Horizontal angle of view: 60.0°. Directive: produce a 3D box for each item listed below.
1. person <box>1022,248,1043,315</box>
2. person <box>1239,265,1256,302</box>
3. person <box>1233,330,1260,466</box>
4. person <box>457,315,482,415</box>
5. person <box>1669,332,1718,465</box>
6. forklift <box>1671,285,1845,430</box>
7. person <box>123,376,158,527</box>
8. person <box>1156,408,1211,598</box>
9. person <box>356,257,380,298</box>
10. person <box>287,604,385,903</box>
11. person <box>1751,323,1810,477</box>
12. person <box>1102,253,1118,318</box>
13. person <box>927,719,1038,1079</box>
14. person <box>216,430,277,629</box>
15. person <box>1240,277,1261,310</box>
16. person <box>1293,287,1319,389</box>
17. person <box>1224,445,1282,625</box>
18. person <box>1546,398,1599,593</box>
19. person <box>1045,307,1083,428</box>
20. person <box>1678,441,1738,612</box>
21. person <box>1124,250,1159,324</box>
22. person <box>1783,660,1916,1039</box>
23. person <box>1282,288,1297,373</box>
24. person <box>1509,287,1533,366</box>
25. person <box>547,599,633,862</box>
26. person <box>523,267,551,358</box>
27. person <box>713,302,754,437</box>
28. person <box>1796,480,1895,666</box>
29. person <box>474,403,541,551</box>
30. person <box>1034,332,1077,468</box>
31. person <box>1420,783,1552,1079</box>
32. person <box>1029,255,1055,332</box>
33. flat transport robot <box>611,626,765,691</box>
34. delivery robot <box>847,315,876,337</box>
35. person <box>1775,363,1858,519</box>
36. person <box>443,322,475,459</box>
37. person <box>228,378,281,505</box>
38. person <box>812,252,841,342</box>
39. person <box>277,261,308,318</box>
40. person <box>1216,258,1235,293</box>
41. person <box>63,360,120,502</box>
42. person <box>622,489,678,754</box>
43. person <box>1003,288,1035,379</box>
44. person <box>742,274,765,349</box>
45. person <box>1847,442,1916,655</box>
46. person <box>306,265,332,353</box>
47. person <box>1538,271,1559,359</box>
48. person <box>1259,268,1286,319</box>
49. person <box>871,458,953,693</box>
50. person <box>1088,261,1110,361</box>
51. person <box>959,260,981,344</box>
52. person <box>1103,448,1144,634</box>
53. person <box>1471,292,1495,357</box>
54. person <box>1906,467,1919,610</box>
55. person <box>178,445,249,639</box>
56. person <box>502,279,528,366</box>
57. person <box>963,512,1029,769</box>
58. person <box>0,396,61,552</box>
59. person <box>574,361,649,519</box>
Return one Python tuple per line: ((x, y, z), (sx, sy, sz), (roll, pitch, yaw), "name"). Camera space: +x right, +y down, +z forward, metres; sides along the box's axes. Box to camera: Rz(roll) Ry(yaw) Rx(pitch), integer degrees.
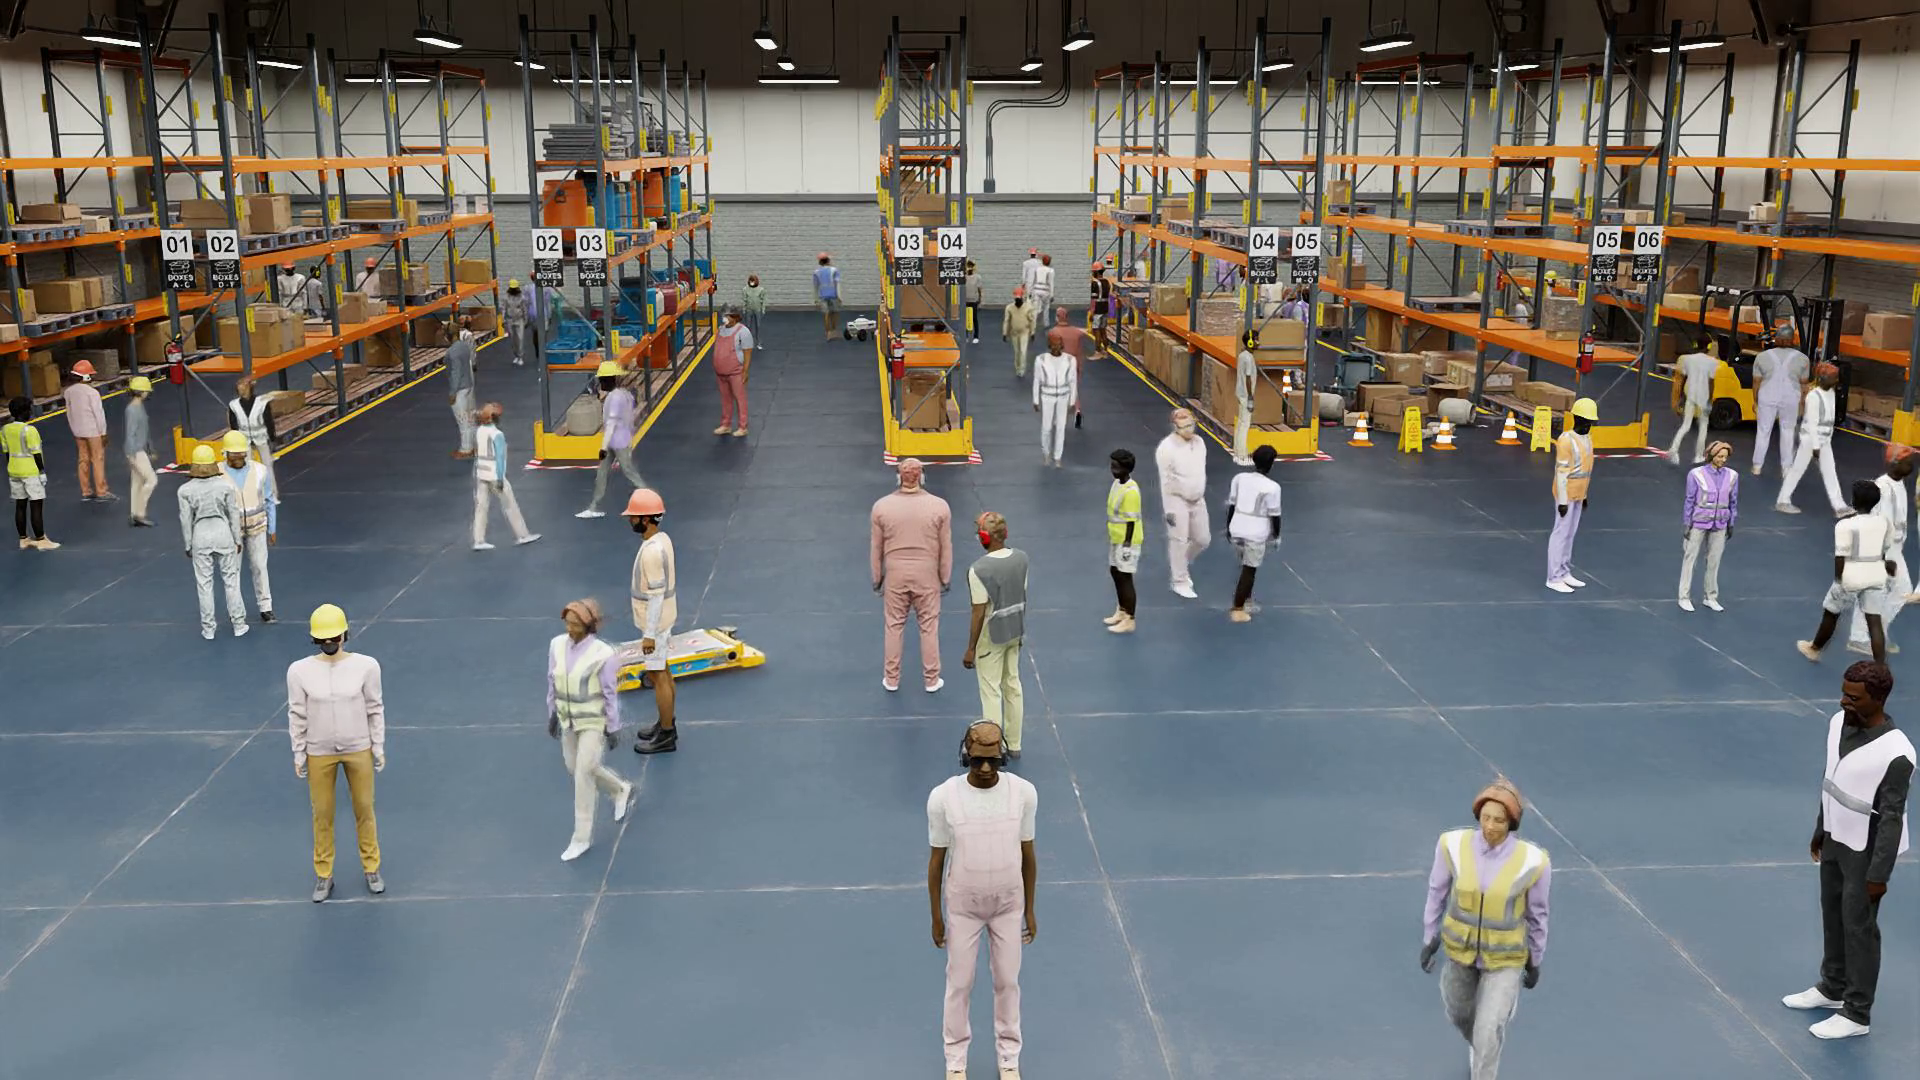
((1.907, -6.748, 43.470), (0.564, 1.751, 0.342), (0, 13, -1), "person")
((6.170, -5.020, 35.830), (0.396, 1.910, 0.585), (-1, 13, -2), "person")
((3.967, -1.964, 22.952), (0.329, 1.874, 0.518), (-1, 13, -2), "person")
((-8.100, -2.878, 27.325), (0.308, 1.638, 0.511), (-13, 18, -43), "person")
((10.116, -1.943, 22.911), (0.832, 1.847, 0.516), (-11, 17, -39), "person")
((12.503, -2.886, 26.166), (2.313, 2.155, 1.214), (-1, 13, -3), "forklift")
((-9.449, -1.015, 19.180), (0.430, 1.745, 0.523), (-4, 14, -18), "person")
((2.160, -0.355, 16.126), (0.638, 1.882, 0.452), (-10, 16, -36), "person")
((-13.007, -5.266, 36.740), (0.640, 1.967, 0.738), (-2, 13, -7), "person")
((-3.607, 1.225, 9.667), (0.523, 1.769, 0.309), (-5, 14, -20), "person")
((10.929, -1.873, 22.201), (0.684, 2.000, 0.538), (7, 15, 28), "person")
((3.695, -6.199, 41.132), (0.572, 1.755, 0.319), (7, 15, 29), "person")
((0.104, 1.681, 7.597), (0.501, 1.838, 0.341), (-2, 13, -10), "person")
((-6.541, -0.104, 15.173), (0.593, 1.826, 0.403), (-9, 16, -32), "person")
((6.905, -5.832, 39.578), (0.522, 1.763, 0.320), (2, 13, 9), "person")
((6.311, -3.678, 30.277), (0.429, 1.843, 0.633), (12, 18, 41), "person")
((2.737, -0.055, 15.281), (0.626, 1.662, 0.544), (-10, 17, -37), "person")
((6.062, -0.451, 16.431), (0.383, 1.922, 0.587), (12, 18, 41), "person")
((1.635, -2.694, 26.019), (0.637, 1.882, 0.815), (-4, 14, -18), "person")
((7.061, -0.130, 15.699), (0.514, 1.634, 0.313), (-1, 13, -4), "person")
((4.487, -6.155, 40.703), (0.862, 1.871, 0.649), (3, 14, 12), "person")
((4.411, 1.505, 8.176), (0.397, 1.911, 0.588), (0, 13, 0), "person")
((6.412, -4.084, 32.439), (0.268, 1.632, 0.507), (10, 17, 37), "person")
((10.522, -3.860, 31.212), (0.329, 1.765, 0.533), (4, 14, 16), "person")
((-2.305, 1.129, 10.399), (0.522, 1.613, 0.681), (8, 16, 32), "person")
((-8.744, -4.685, 34.413), (0.553, 1.910, 0.778), (-2, 13, -9), "person")
((-3.493, -2.593, 25.251), (0.676, 2.000, 0.536), (10, 16, 36), "person")
((7.403, 0.316, 13.760), (0.551, 1.639, 0.906), (-2, 13, -8), "person")
((-5.009, -0.698, 18.145), (0.535, 1.601, 0.805), (13, 18, 43), "person")
((1.304, -1.903, 22.690), (0.584, 1.867, 0.438), (-1, 13, -4), "person")
((2.357, 1.826, 7.449), (0.520, 1.615, 0.746), (8, 16, 31), "person")
((1.932, -5.855, 39.551), (0.698, 1.826, 1.024), (7, 15, 27), "person")
((-2.422, 0.980, 13.904), (1.431, 0.197, 0.652), (-9, 16, -33), "flat transport robot")
((-2.241, -4.883, 37.934), (0.477, 0.478, 0.707), (10, 17, 37), "delivery robot")
((10.171, -1.159, 19.626), (0.602, 1.828, 0.997), (-10, 16, -36), "person")
((-7.052, -2.102, 23.403), (0.371, 1.933, 0.627), (-1, 13, -2), "person")
((-8.567, -1.171, 20.175), (0.523, 1.598, 0.599), (-2, 13, -7), "person")
((-3.029, -5.518, 37.774), (0.628, 1.975, 0.857), (0, 13, -1), "person")
((-14.159, -4.965, 35.316), (0.610, 2.039, 0.399), (-2, 14, -10), "person")
((6.642, -6.423, 41.475), (0.374, 2.044, 0.605), (-10, 17, -36), "person")
((-10.768, -1.348, 20.592), (0.560, 1.752, 0.326), (5, 14, 21), "person")
((-2.232, 0.582, 12.021), (0.356, 1.936, 0.551), (-1, 13, -4), "person")
((1.095, -3.905, 31.503), (0.597, 1.705, 0.868), (3, 14, 13), "person")
((-4.480, -4.950, 36.109), (0.498, 1.633, 0.278), (-2, 13, -9), "person")
((7.949, 0.095, 14.243), (0.576, 1.865, 0.510), (-12, 18, -40), "person")
((-13.736, -4.927, 35.539), (0.515, 1.863, 0.324), (9, 16, 33), "person")
((12.180, -4.671, 34.537), (0.405, 1.824, 0.585), (2, 13, 7), "person")
((6.493, -4.745, 34.650), (0.590, 1.917, 0.423), (-5, 14, -20), "person")
((-0.387, 0.284, 13.399), (0.662, 1.895, 0.402), (1, 13, 4), "person")
((2.838, -4.702, 34.224), (0.437, 2.033, 0.612), (10, 16, 36), "person")
((0.228, -5.318, 37.216), (0.500, 1.853, 0.331), (4, 14, 17), "person")
((1.484, -0.001, 15.020), (0.319, 1.688, 0.545), (-2, 13, -9), "person")
((10.961, -4.614, 34.756), (0.515, 1.598, 0.712), (-5, 14, -19), "person")
((9.257, -0.243, 15.743), (0.429, 1.838, 0.622), (-1, 13, -3), "person")
((-6.667, 0.015, 14.840), (0.484, 1.745, 0.298), (-5, 14, -21), "person")
((-8.986, -4.412, 33.644), (0.494, 1.719, 0.676), (0, 13, 0), "person")
((0.262, 0.707, 11.707), (0.390, 1.838, 0.563), (12, 18, 40), "person")
((-10.115, -0.714, 18.037), (0.533, 1.692, 0.319), (6, 14, 23), "person")
((-4.041, -1.172, 19.577), (0.980, 1.886, 0.587), (-4, 14, -18), "person")
